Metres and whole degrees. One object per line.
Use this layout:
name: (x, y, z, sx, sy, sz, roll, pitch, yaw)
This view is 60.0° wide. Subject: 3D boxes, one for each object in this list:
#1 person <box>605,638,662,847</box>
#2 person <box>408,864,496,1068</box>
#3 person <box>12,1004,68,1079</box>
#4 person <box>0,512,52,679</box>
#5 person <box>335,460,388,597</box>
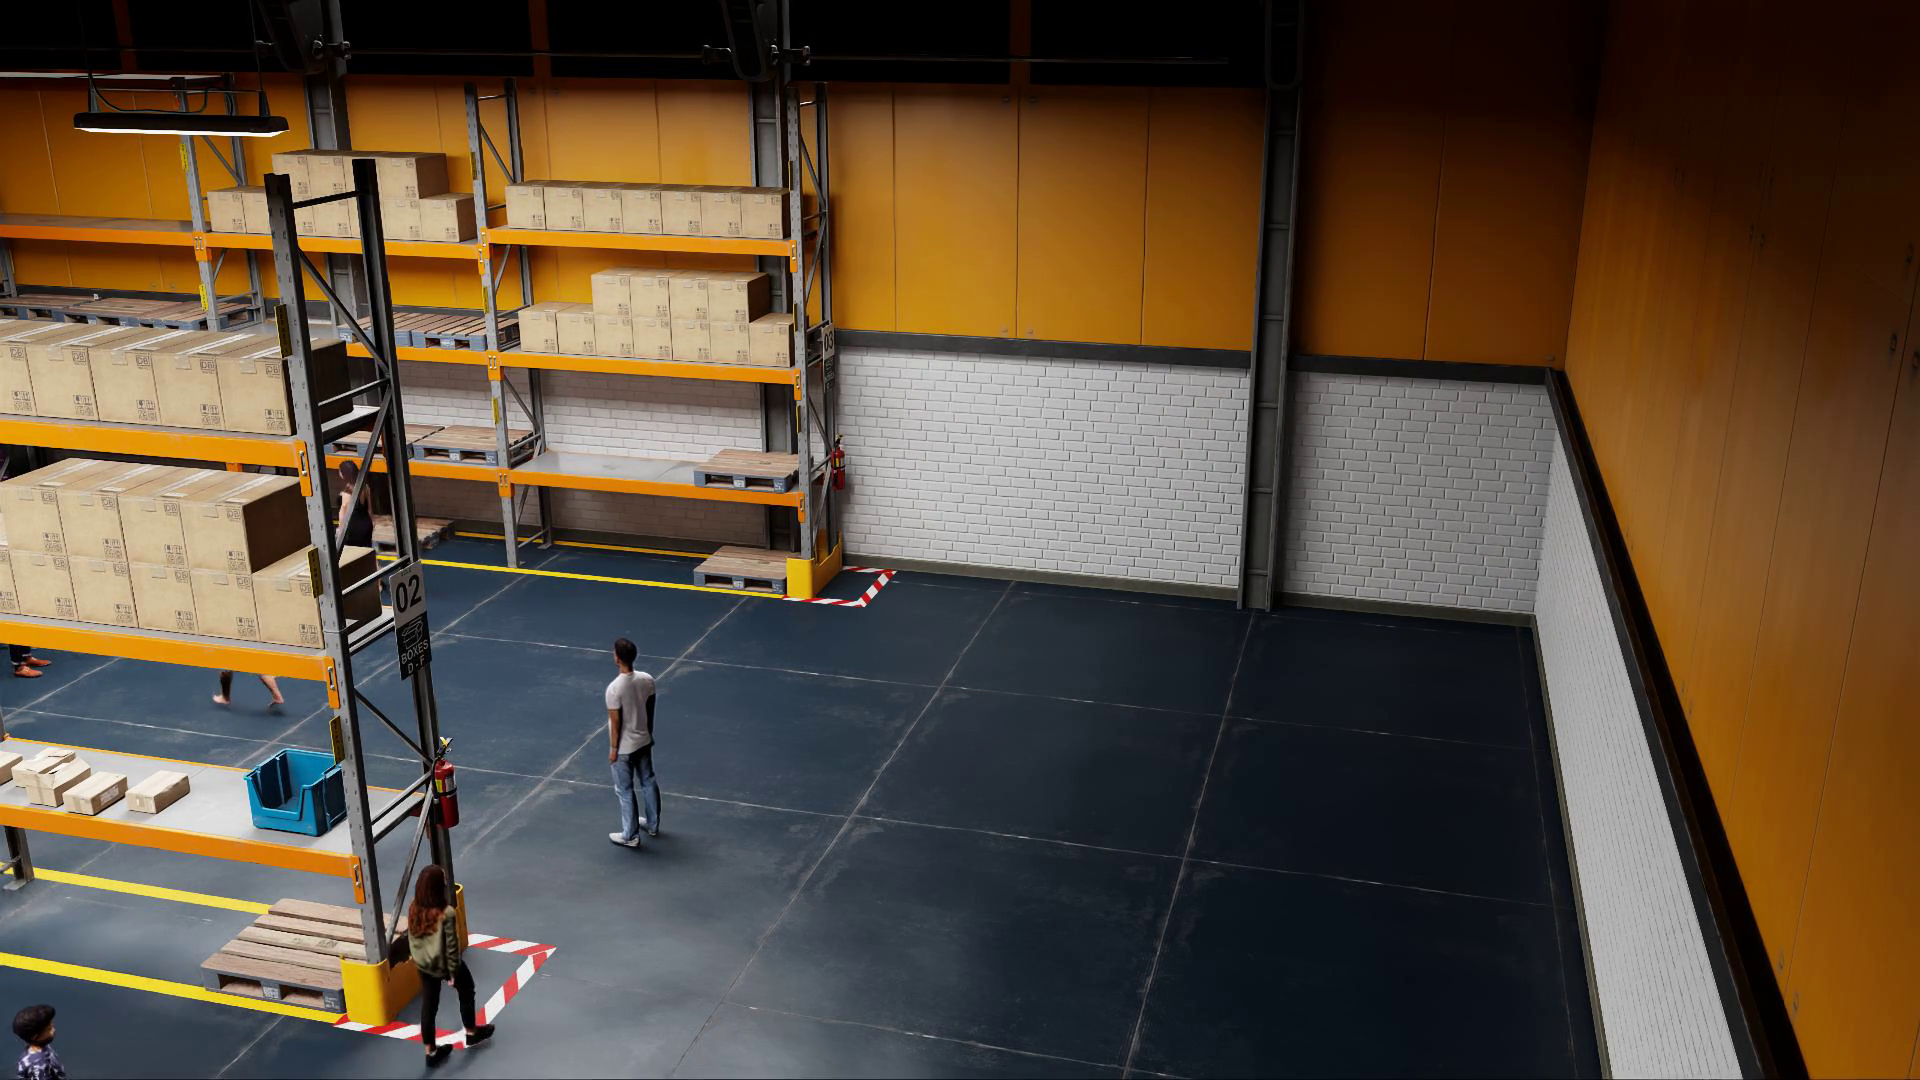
person: (-2.823, 1.722, 14.262, 0.690, 1.864, 0.744, 13, 23, 34)
person: (-3.602, 2.922, 11.332, 0.713, 1.459, 0.703, 8, 20, 21)
person: (-5.648, 3.428, 10.174, 0.758, 1.239, 0.689, -8, 20, -21)
person: (-10.114, 0.560, 17.782, 0.773, 1.818, 0.788, -4, 19, -12)
person: (-7.131, -0.104, 19.960, 0.935, 1.687, 0.732, 1, 19, 4)
